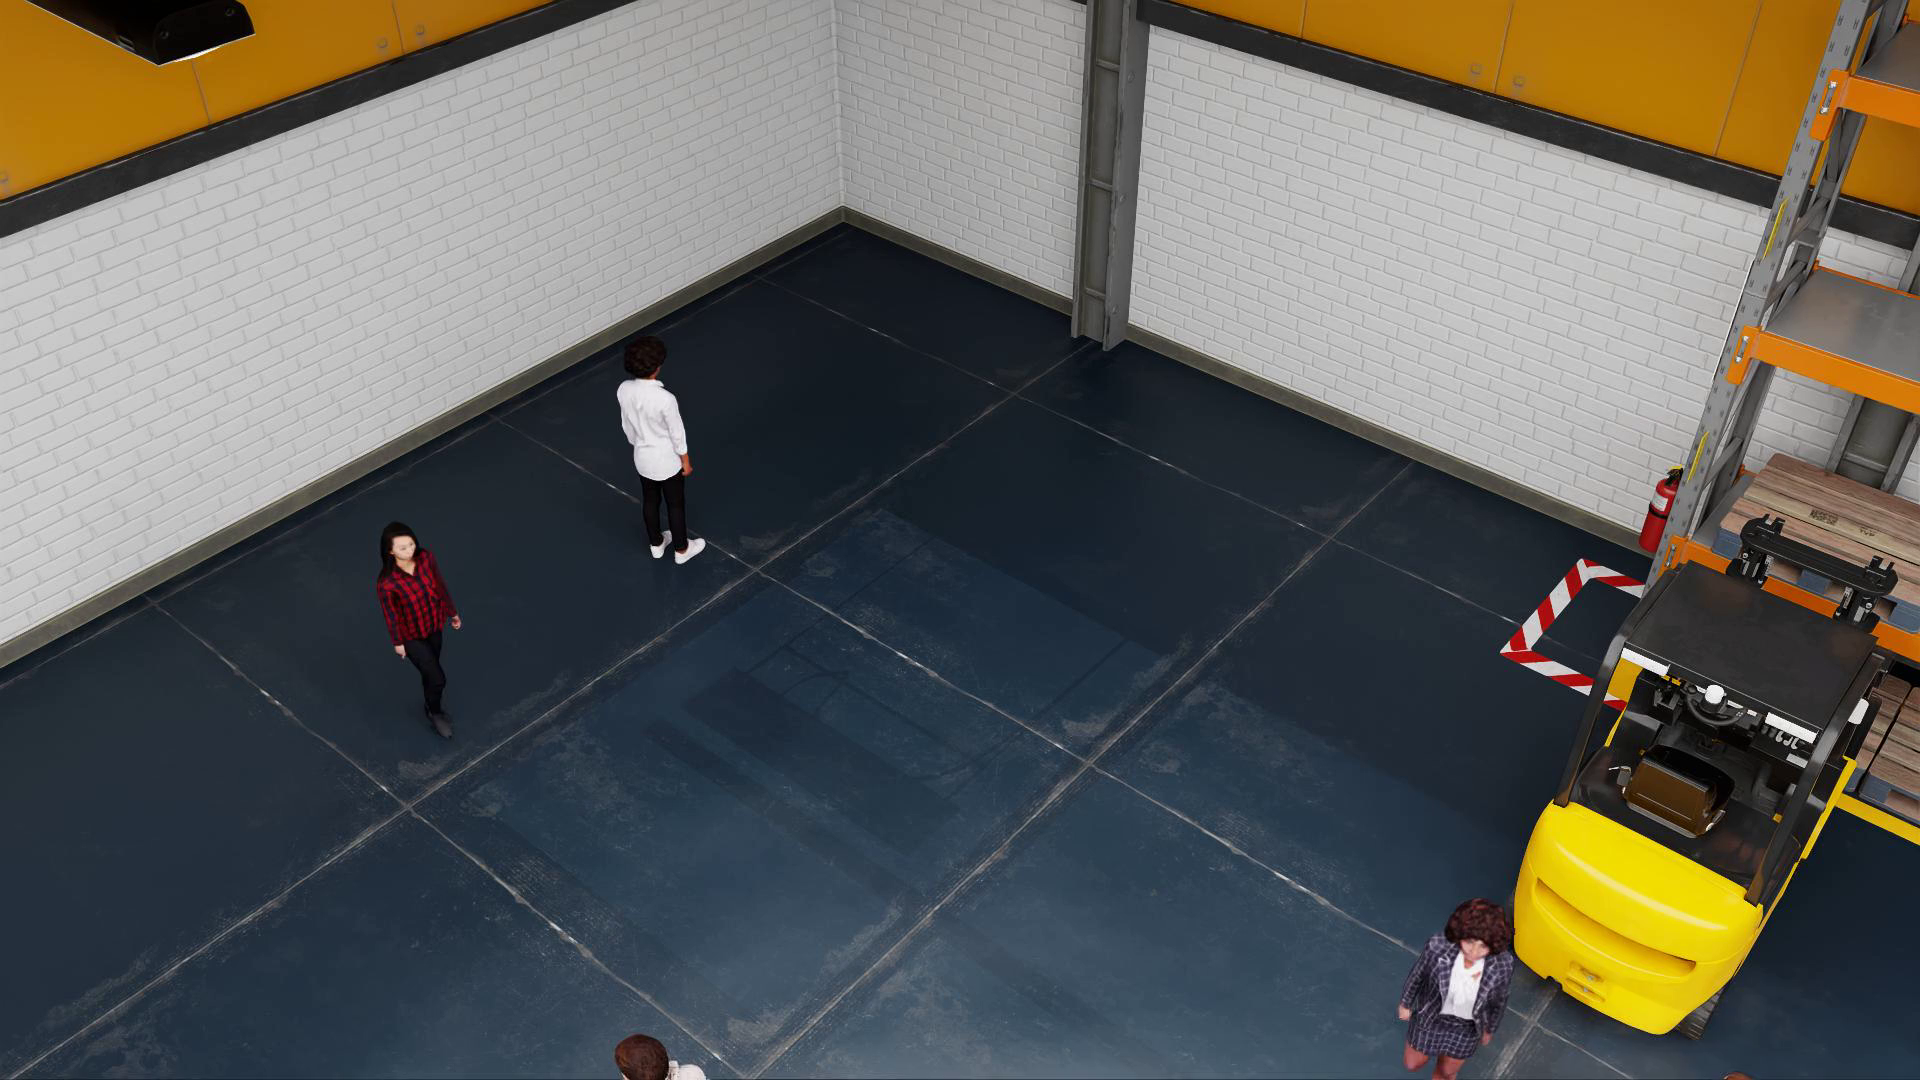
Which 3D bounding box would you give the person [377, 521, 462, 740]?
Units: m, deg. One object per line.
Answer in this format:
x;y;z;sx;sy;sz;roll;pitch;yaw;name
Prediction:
-3.426;0.523;10.350;0.641;1.644;0.639;17;42;21;person

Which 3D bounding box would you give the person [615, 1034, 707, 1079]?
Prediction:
-1.210;2.845;7.283;0.720;1.843;0.808;-31;48;-33;person

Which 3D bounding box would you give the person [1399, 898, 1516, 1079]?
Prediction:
2.390;2.275;8.123;0.826;1.686;0.846;12;40;14;person

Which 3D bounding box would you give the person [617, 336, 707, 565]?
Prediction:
-2.117;-0.615;11.641;0.586;1.811;0.743;16;41;19;person
